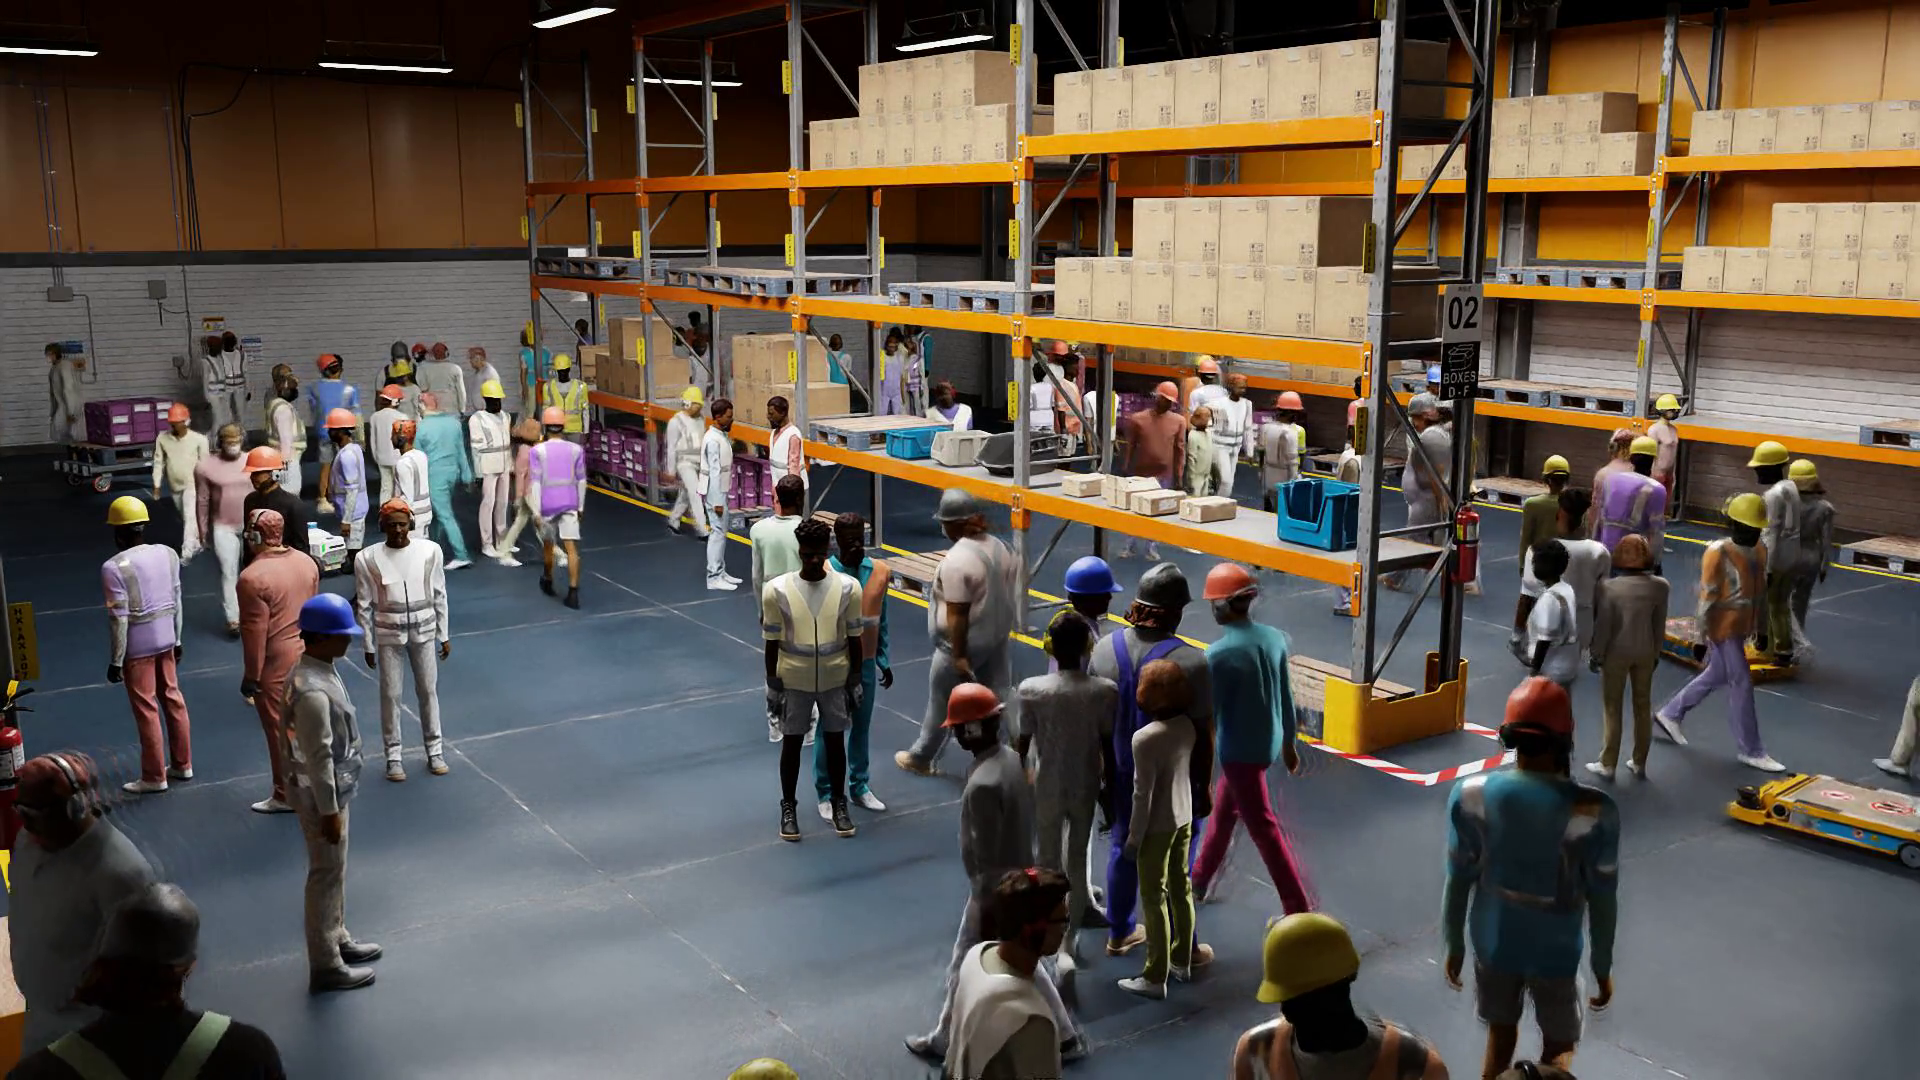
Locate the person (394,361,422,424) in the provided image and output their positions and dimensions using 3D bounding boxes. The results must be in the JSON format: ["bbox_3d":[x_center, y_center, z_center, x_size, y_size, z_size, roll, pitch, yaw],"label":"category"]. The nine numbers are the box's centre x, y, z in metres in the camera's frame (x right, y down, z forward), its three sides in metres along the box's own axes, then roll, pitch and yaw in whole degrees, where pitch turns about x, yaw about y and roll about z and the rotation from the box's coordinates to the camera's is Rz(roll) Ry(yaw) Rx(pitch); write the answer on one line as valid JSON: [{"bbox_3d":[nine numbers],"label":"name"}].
[{"bbox_3d":[-7.460,-1.563,22.590,0.588,1.746,0.579,7,13,32],"label":"person"}]

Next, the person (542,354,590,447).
[{"bbox_3d":[-5.090,-1.441,21.515,0.595,1.925,0.374,-1,11,-7],"label":"person"}]

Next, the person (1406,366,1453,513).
[{"bbox_3d":[5.552,-1.077,19.601,0.602,1.949,0.387,-2,11,-10],"label":"person"}]

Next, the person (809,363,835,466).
[{"bbox_3d":[-2.079,-2.030,24.716,0.513,1.860,0.329,10,15,40],"label":"person"}]

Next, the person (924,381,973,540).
[{"bbox_3d":[-0.108,-0.944,19.269,0.603,1.807,0.717,-2,11,-10],"label":"person"}]

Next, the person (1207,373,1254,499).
[{"bbox_3d":[3.208,-1.039,19.647,0.605,1.852,0.658,-7,13,-32],"label":"person"}]

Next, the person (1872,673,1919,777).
[{"bbox_3d":[6.334,0.817,10.771,0.542,1.598,0.780,-3,11,-15],"label":"person"}]

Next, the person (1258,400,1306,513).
[{"bbox_3d":[3.576,-0.749,18.571,0.529,1.694,0.321,5,12,23],"label":"person"}]

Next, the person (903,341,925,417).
[{"bbox_3d":[-0.814,-2.503,27.700,0.515,1.636,0.314,6,13,28],"label":"person"}]

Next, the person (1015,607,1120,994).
[{"bbox_3d":[0.509,1.239,8.027,0.527,1.843,0.808,-1,11,-4],"label":"person"}]

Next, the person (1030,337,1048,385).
[{"bbox_3d":[1.228,-2.571,27.808,0.488,1.731,0.325,1,11,5],"label":"person"}]

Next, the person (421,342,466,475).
[{"bbox_3d":[-7.369,-1.875,23.783,0.641,1.913,0.407,0,11,0],"label":"person"}]

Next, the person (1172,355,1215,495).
[{"bbox_3d":[3.184,-1.509,21.999,0.961,1.865,0.620,-7,13,-31],"label":"person"}]

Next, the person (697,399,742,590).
[{"bbox_3d":[-2.407,-0.454,16.523,0.402,1.909,0.599,0,11,-3],"label":"person"}]

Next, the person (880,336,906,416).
[{"bbox_3d":[-1.087,-2.249,25.880,0.504,1.839,0.344,-5,12,-24],"label":"person"}]

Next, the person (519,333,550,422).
[{"bbox_3d":[-6.900,-2.481,27.057,0.373,1.840,0.572,9,14,38],"label":"person"}]

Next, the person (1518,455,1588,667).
[{"bbox_3d":[4.856,0.182,13.655,0.534,1.759,0.343,2,11,10],"label":"person"}]

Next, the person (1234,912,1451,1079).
[{"bbox_3d":[0.996,1.918,4.412,0.629,1.889,0.473,5,12,24],"label":"person"}]

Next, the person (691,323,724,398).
[{"bbox_3d":[-4.163,-2.434,26.307,0.870,2.000,0.696,4,12,21],"label":"person"}]

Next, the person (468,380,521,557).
[{"bbox_3d":[-5.074,-0.785,18.160,0.367,1.926,0.594,5,12,26],"label":"person"}]

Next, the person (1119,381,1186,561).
[{"bbox_3d":[2.082,-0.728,17.811,0.662,1.957,0.420,1,11,6],"label":"person"}]

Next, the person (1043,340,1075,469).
[{"bbox_3d":[1.389,-1.940,24.096,0.563,1.918,0.592,-8,14,-36],"label":"person"}]

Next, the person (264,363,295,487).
[{"bbox_3d":[-8.216,-1.176,20.174,0.369,1.930,0.624,-2,11,-8],"label":"person"}]

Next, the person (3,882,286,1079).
[{"bbox_3d":[-2.082,1.870,4.281,0.705,2.000,0.687,-7,13,-31],"label":"person"}]

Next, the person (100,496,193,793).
[{"bbox_3d":[-5.261,0.671,10.709,0.385,1.925,0.592,4,12,18],"label":"person"}]

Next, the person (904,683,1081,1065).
[{"bbox_3d":[0.165,1.472,7.211,0.773,1.701,0.621,3,11,13],"label":"person"}]

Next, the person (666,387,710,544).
[{"bbox_3d":[-3.100,-0.871,19.004,0.903,1.782,0.573,6,12,26],"label":"person"}]

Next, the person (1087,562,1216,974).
[{"bbox_3d":[0.995,1.102,8.213,0.689,2.000,0.539,9,14,40],"label":"person"}]

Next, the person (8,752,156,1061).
[{"bbox_3d":[-3.060,1.639,5.817,0.692,1.898,0.424,6,13,30],"label":"person"}]

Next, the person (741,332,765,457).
[{"bbox_3d":[-3.166,-2.239,25.623,0.392,1.920,0.589,7,13,31],"label":"person"}]

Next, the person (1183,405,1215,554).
[{"bbox_3d":[2.641,-0.674,18.344,0.266,1.632,0.507,7,13,32],"label":"person"}]

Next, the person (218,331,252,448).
[{"bbox_3d":[-11.585,-2.378,26.460,0.575,1.876,0.356,-9,14,-39],"label":"person"}]

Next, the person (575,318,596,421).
[{"bbox_3d":[-6.476,-2.874,28.856,0.375,1.933,0.638,-4,12,-18],"label":"person"}]

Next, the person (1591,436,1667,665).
[{"bbox_3d":[5.565,0.083,13.849,0.843,1.877,0.697,-7,13,-32],"label":"person"}]

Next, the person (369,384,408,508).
[{"bbox_3d":[-6.607,-0.948,19.442,0.573,1.749,0.342,5,12,23],"label":"person"}]

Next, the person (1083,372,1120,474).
[{"bbox_3d":[1.730,-1.194,20.462,0.566,1.846,0.389,-11,15,-43],"label":"person"}]

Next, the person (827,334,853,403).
[{"bbox_3d":[-1.941,-2.332,26.288,0.507,1.847,0.344,1,11,3],"label":"person"}]

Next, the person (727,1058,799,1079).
[{"bbox_3d":[-0.494,2.076,4.032,0.489,1.729,0.323,5,12,22],"label":"person"}]

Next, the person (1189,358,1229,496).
[{"bbox_3d":[3.062,-1.288,20.708,0.545,1.938,0.355,-5,12,-26],"label":"person"}]

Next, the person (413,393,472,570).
[{"bbox_3d":[-5.544,-0.626,17.577,1.032,1.838,0.710,5,12,26],"label":"person"}]

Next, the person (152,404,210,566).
[{"bbox_3d":[-8.343,-0.620,17.892,0.564,1.711,0.905,0,11,2],"label":"person"}]

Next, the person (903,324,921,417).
[{"bbox_3d":[-0.850,-2.917,29.286,0.331,1.843,0.520,1,11,7],"label":"person"}]

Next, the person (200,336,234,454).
[{"bbox_3d":[-11.475,-2.209,25.588,0.487,1.870,0.600,0,11,-1],"label":"person"}]

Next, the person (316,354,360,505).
[{"bbox_3d":[-7.939,-1.389,21.173,0.599,1.958,0.368,2,11,9],"label":"person"}]

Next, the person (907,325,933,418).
[{"bbox_3d":[-0.785,-3.160,30.575,0.429,1.833,0.636,-11,15,-44],"label":"person"}]
